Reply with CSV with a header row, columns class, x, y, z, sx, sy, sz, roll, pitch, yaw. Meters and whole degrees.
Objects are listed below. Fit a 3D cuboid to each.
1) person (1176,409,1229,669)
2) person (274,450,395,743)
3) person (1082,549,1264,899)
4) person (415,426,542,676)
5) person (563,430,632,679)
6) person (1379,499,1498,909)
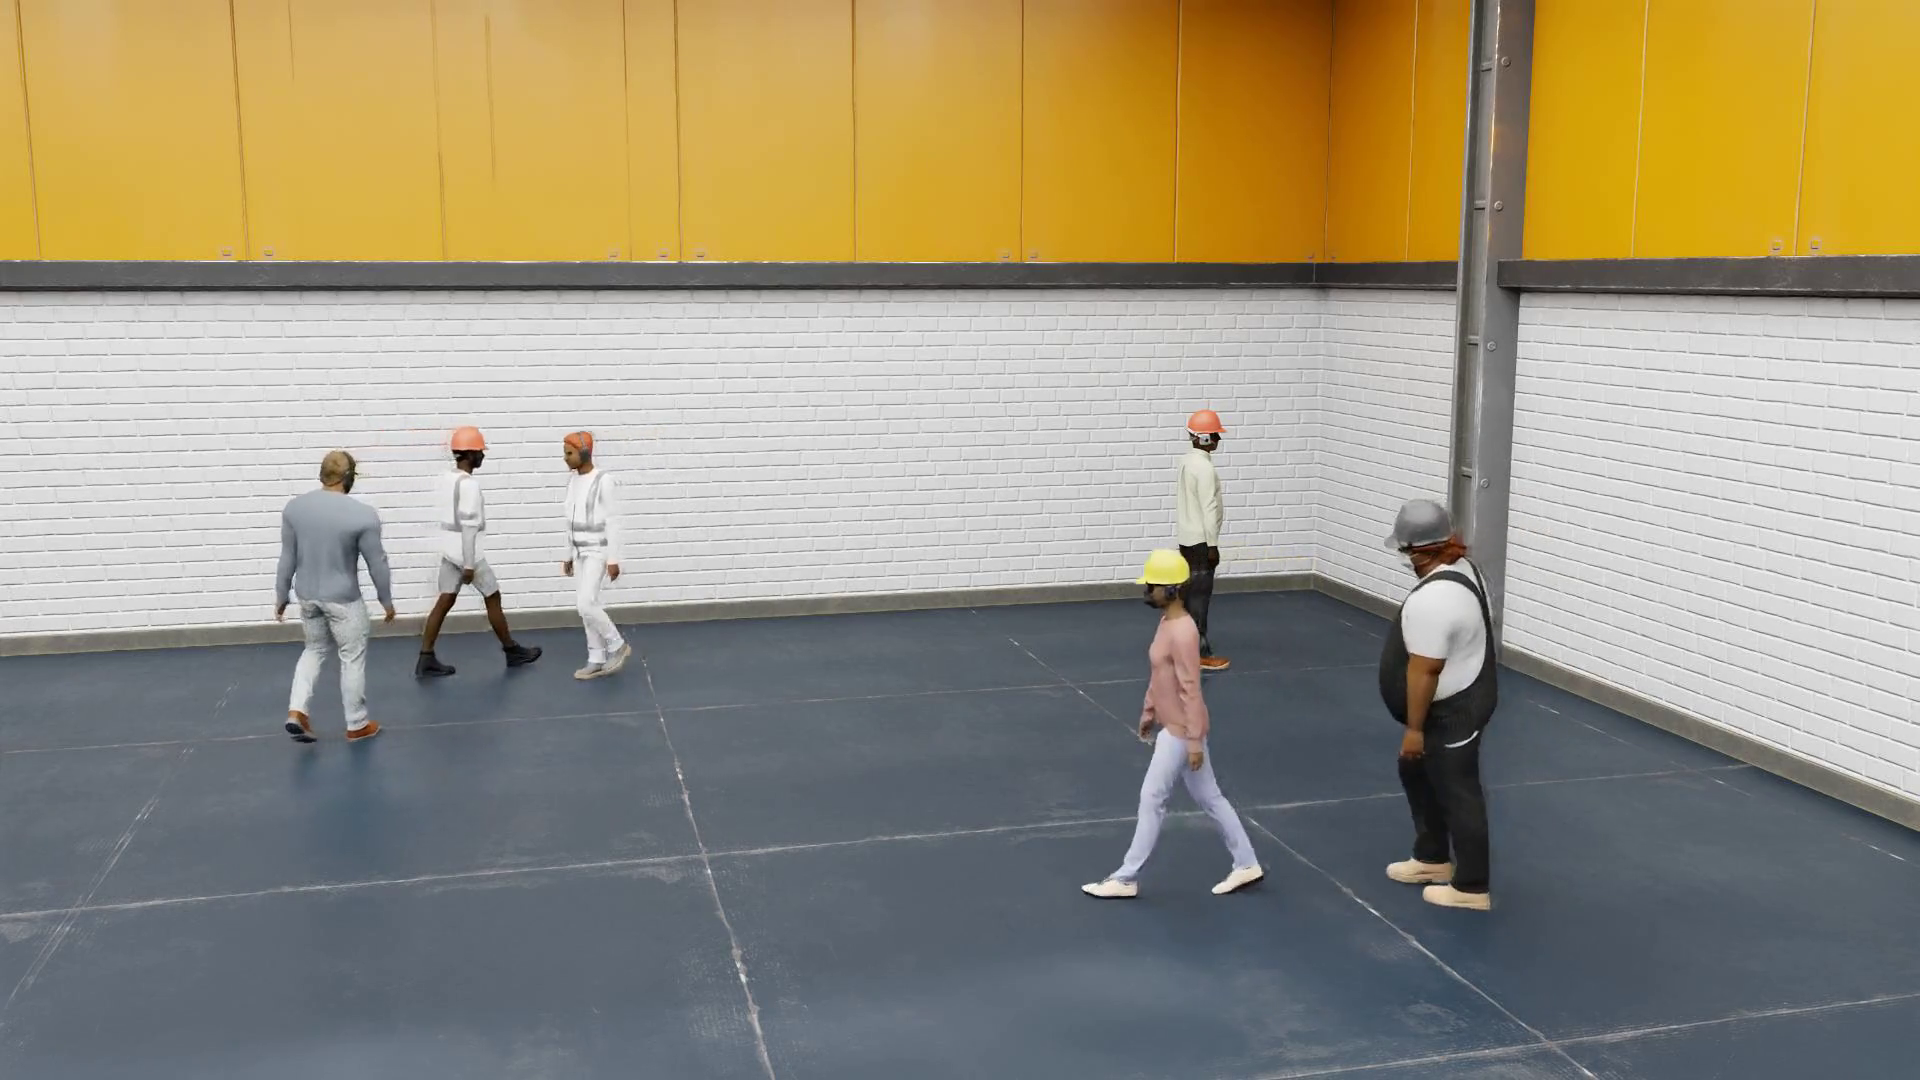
class,x,y,z,sx,sy,sz,roll,pitch,yaw
person,1.852,-0.008,12.814,0.375,1.995,0.611,-2,9,-13
person,-3.991,0.391,10.559,0.681,1.922,0.766,2,9,13
person,1.076,0.896,8.017,0.887,1.728,0.538,0,9,3
person,-3.718,0.083,12.596,0.995,1.889,0.552,-8,12,-40
person,-2.780,0.119,12.401,0.413,1.872,0.594,-9,13,-44
person,2.262,0.761,7.874,0.625,2.000,0.695,4,10,21
